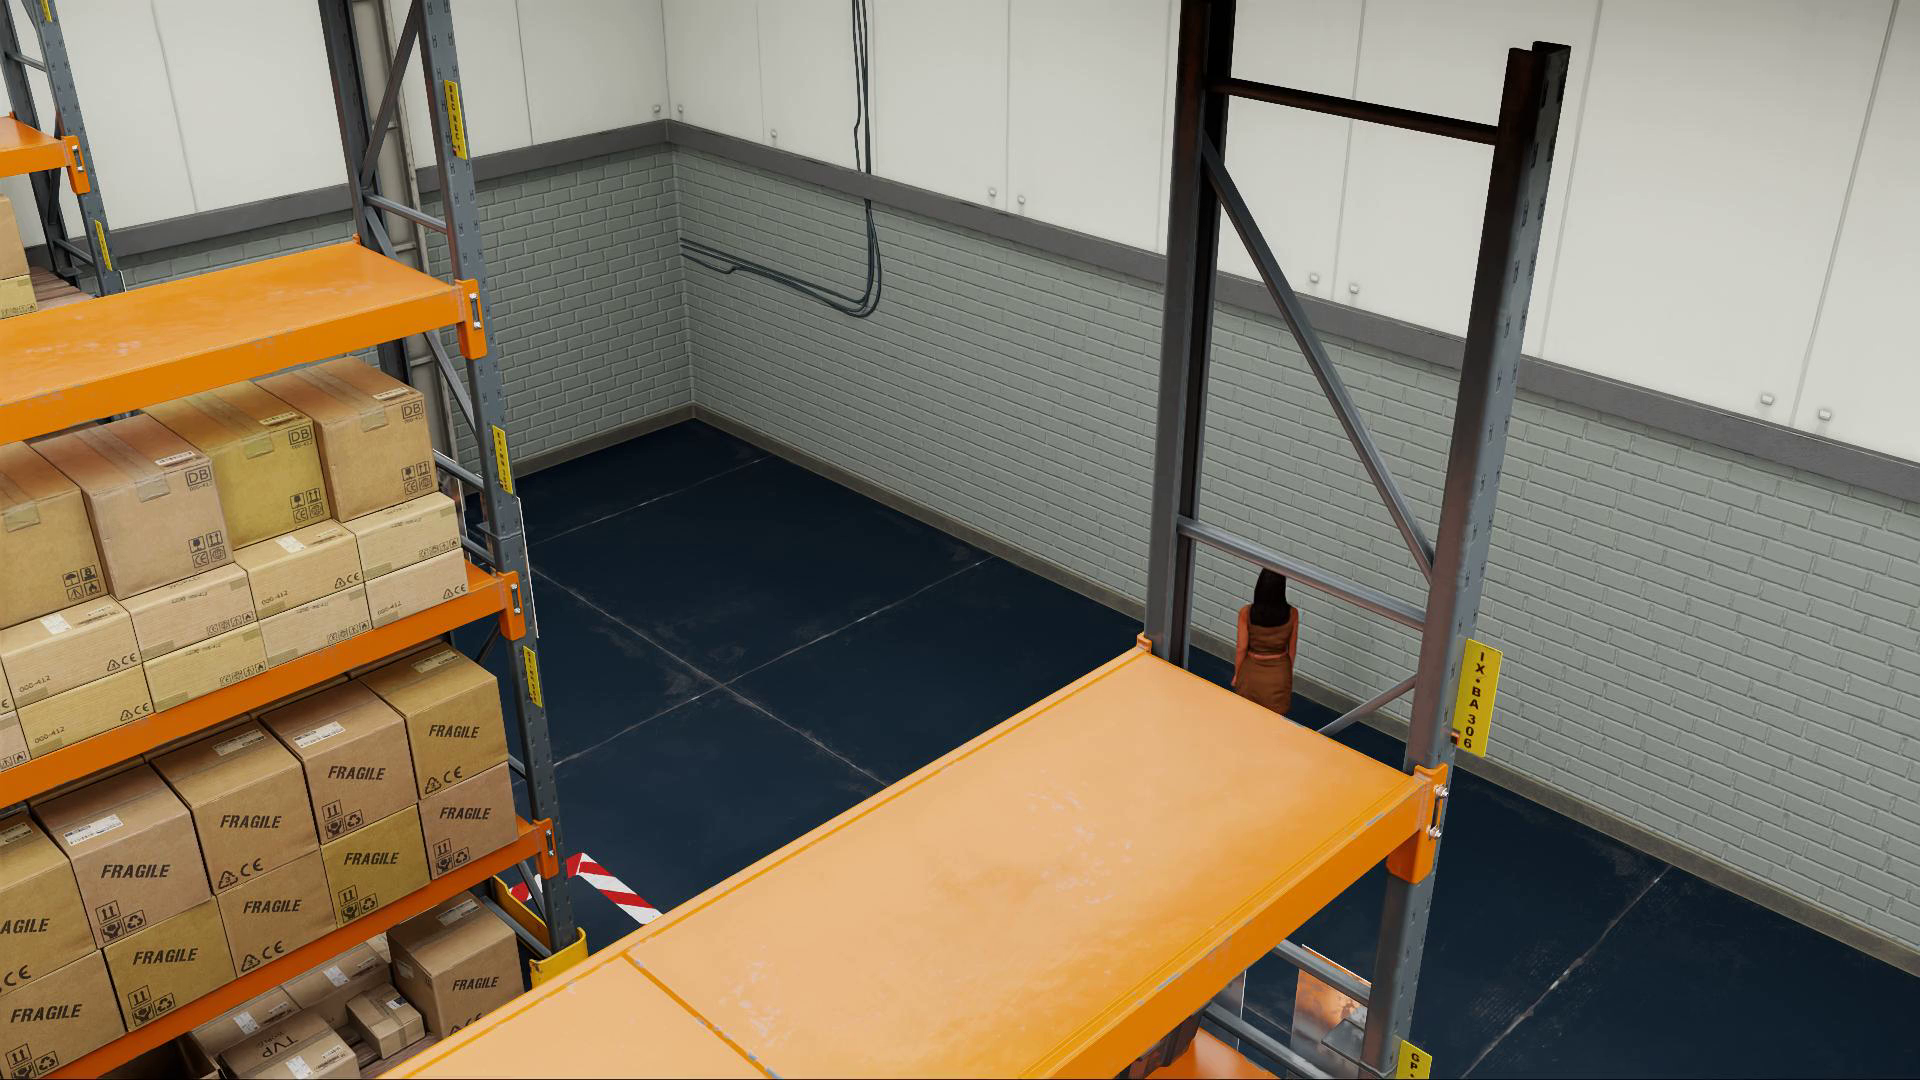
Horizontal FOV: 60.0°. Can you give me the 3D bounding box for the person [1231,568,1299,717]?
[{"bbox_3d":[2.012,0.920,11.013,0.632,1.690,0.695,-1,27,-1],"label":"person"}]
